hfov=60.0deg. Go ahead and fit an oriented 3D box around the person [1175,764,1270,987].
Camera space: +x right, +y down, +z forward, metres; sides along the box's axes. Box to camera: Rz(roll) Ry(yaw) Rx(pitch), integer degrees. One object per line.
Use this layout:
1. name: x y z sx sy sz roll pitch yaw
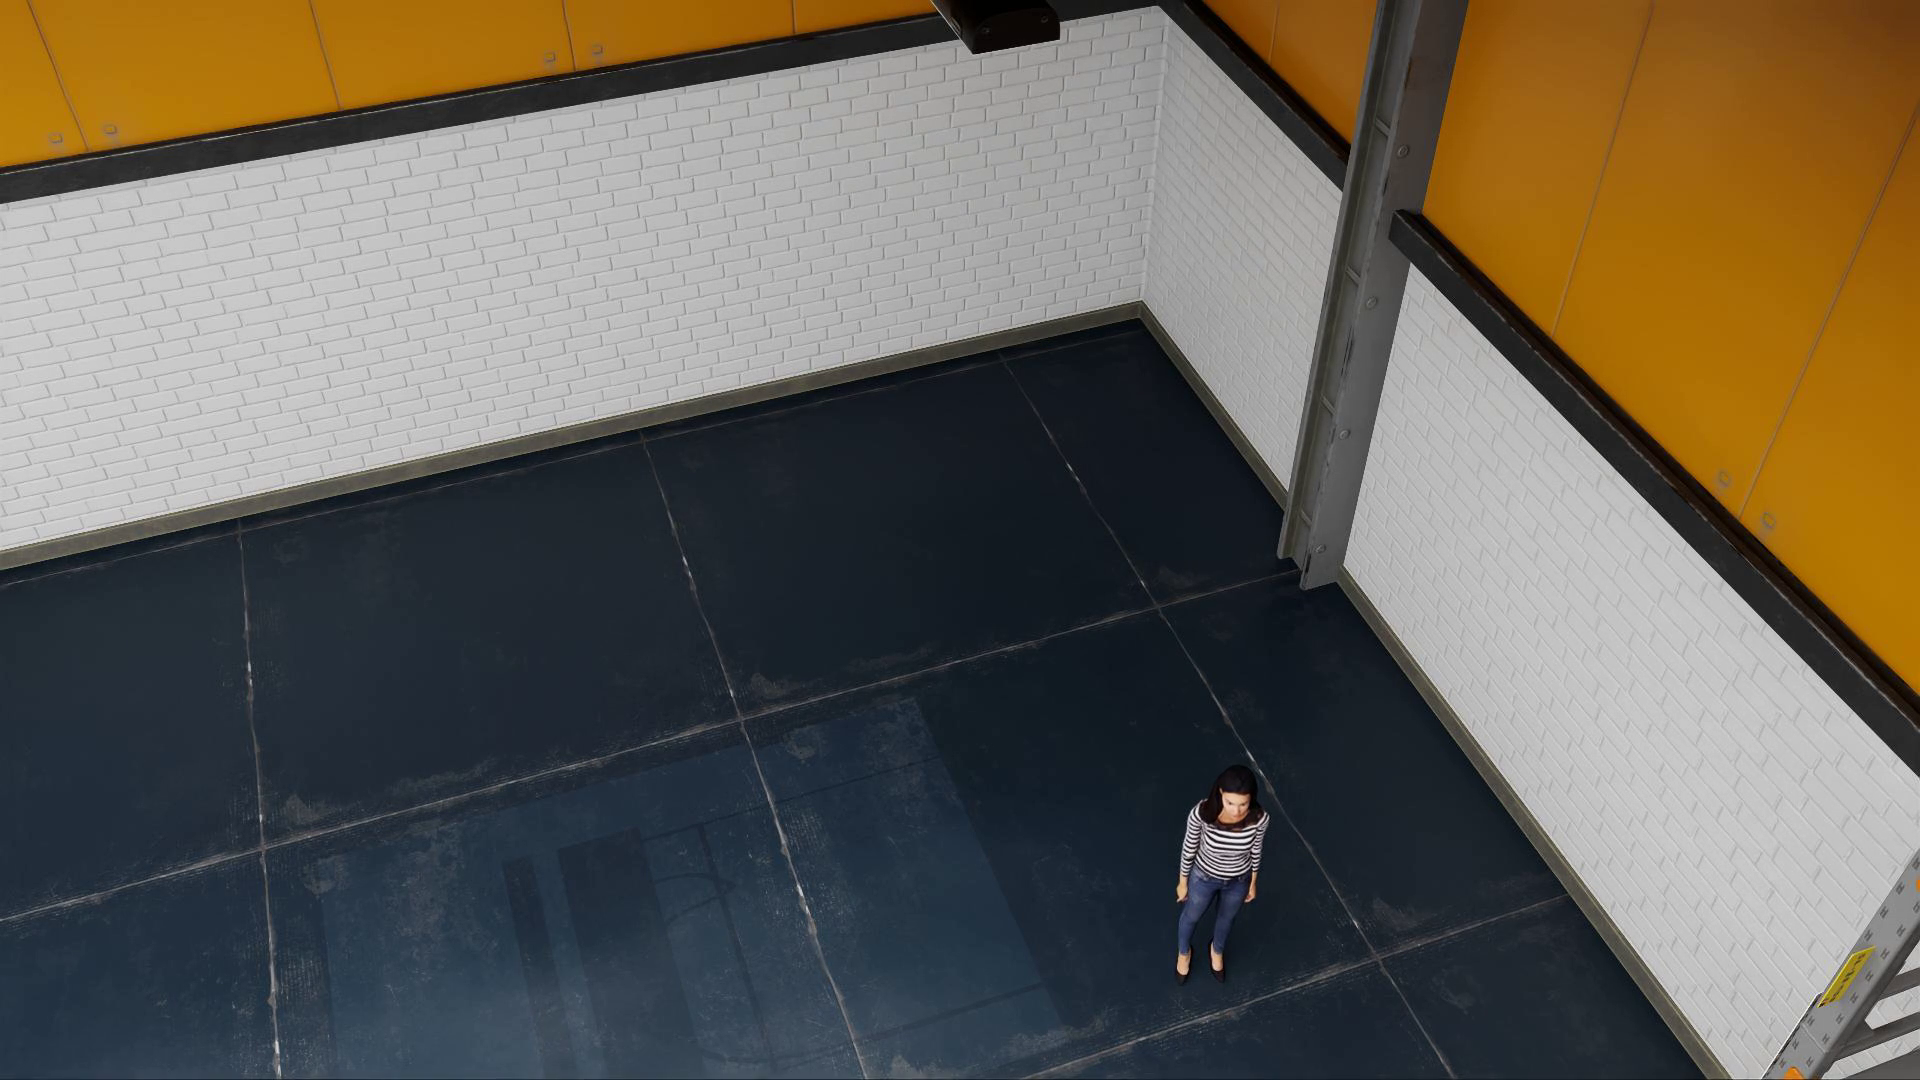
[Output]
1. person: 1.386 1.810 8.919 0.631 1.797 0.583 -1 44 -1
